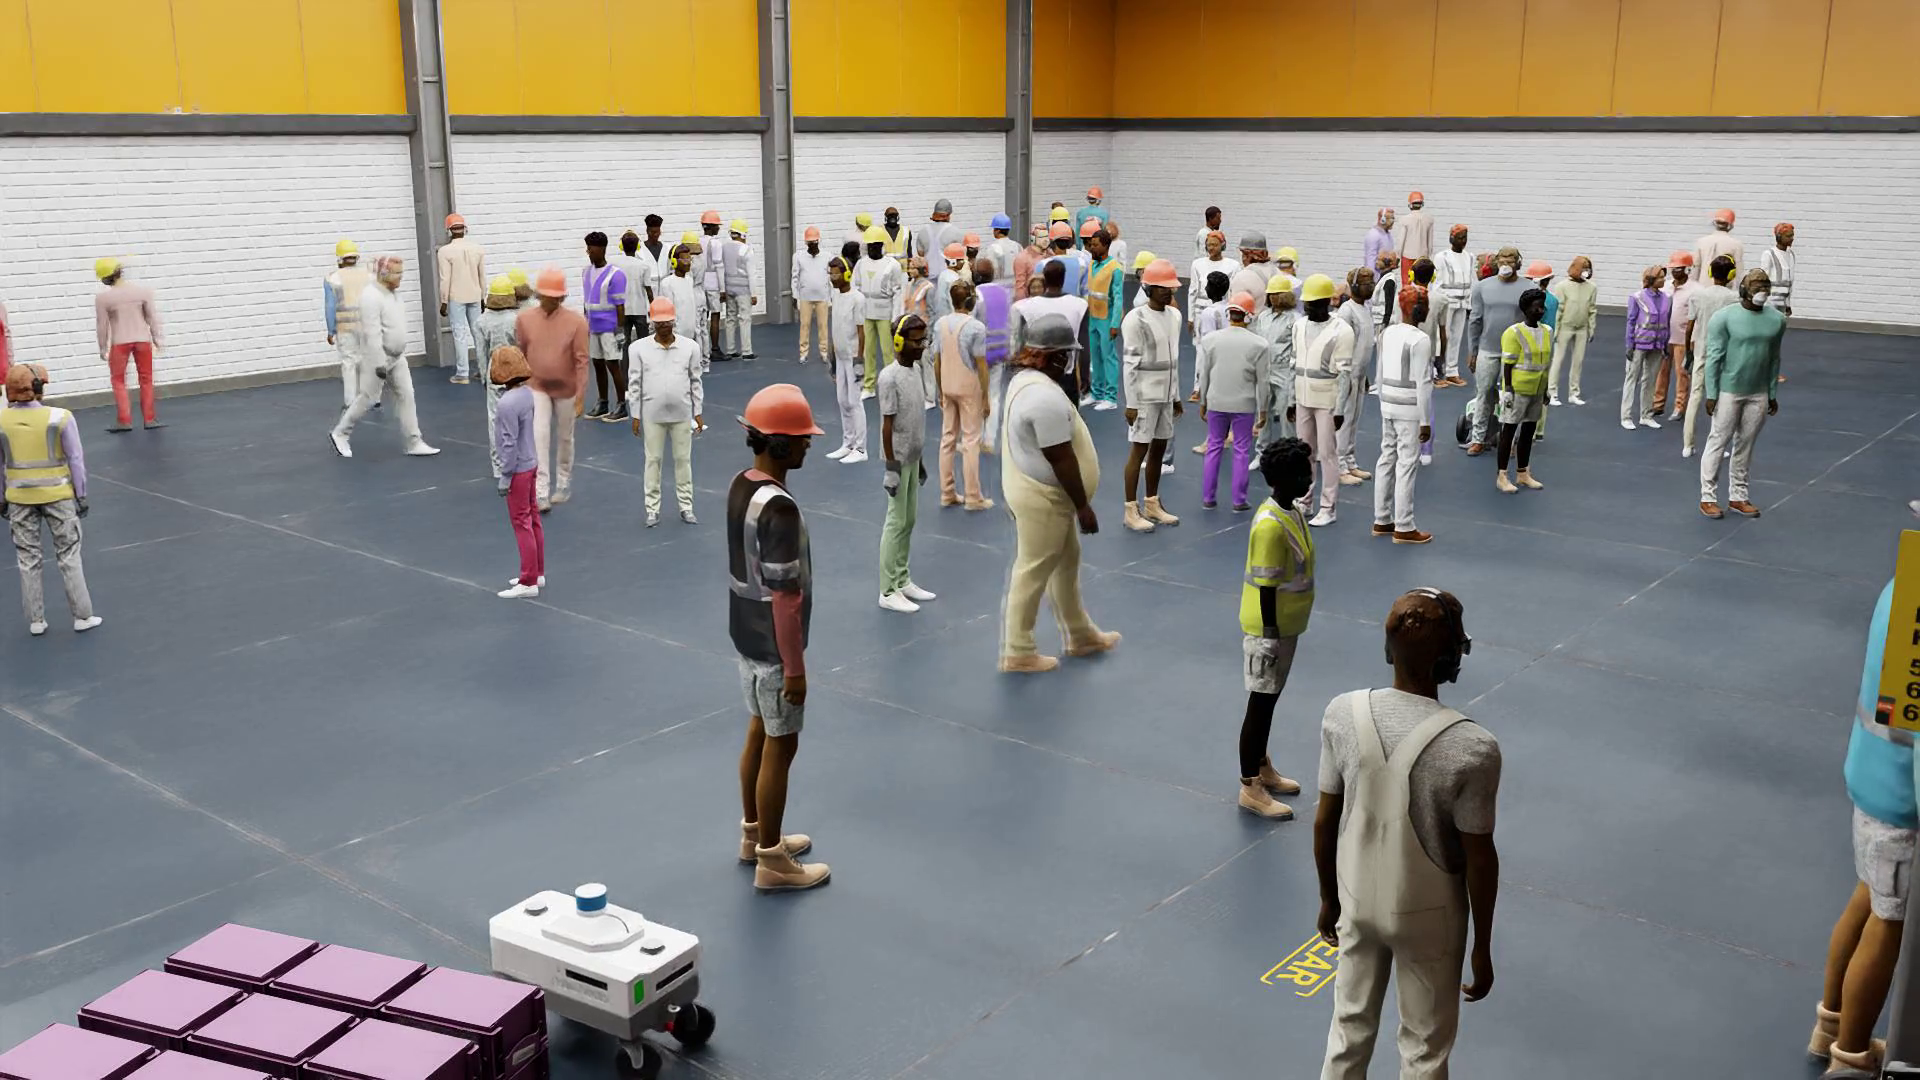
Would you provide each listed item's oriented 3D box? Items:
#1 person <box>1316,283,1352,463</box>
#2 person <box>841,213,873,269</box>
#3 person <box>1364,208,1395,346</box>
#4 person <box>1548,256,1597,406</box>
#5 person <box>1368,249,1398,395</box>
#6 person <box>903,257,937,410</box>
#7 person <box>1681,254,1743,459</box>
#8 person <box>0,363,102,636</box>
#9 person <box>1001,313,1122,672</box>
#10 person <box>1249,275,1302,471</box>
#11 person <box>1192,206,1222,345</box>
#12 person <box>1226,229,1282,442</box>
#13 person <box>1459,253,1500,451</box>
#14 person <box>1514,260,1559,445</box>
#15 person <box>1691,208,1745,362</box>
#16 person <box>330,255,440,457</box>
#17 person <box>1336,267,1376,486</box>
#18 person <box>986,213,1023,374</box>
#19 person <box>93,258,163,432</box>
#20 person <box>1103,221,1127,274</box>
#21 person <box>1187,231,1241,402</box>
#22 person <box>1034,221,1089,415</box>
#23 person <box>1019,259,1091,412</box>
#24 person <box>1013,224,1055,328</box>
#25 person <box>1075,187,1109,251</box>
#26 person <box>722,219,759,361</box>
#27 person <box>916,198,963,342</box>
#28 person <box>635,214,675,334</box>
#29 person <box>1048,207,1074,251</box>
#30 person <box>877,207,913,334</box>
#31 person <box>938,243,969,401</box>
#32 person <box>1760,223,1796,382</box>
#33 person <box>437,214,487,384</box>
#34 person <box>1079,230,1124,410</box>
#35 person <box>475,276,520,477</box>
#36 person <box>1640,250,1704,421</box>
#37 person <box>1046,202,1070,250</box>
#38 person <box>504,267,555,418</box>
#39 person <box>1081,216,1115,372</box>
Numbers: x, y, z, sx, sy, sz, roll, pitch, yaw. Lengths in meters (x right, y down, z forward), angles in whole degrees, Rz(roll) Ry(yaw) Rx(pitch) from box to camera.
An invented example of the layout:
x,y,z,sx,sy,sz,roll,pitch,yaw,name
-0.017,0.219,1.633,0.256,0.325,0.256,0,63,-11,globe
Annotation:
x,y,z,sx,sy,sz,roll,pitch,yaw,name
3.371,-1.466,14.848,0.310,1.640,0.514,-2,14,-7,person
-1.562,-4.004,24.812,0.566,1.725,0.393,8,16,28,person
5.793,-3.628,22.994,0.409,1.895,0.660,10,17,36,person
6.676,-2.272,18.103,0.504,1.628,0.278,-2,14,-9,person
4.796,-2.463,18.826,0.309,1.641,0.513,1,14,5,person
-0.423,-2.215,17.834,0.315,1.641,0.514,-9,17,-32,person
6.871,-1.666,15.177,0.528,1.871,0.323,11,18,38,person
-5.481,-0.232,9.923,0.514,1.636,0.315,-3,14,-13,person
0.608,-0.265,9.234,0.813,2.000,0.693,-1,14,-5,person
2.753,-1.436,14.516,0.486,1.744,0.294,13,19,42,person
3.421,-3.659,23.073,0.392,1.910,0.588,6,15,23,person
2.771,-1.962,16.015,0.676,2.000,0.536,-13,19,-41,person
4.951,-1.756,15.585,0.373,1.843,0.571,9,16,31,person
5.473,-1.785,15.887,0.330,1.750,0.572,11,18,37,person
9.615,-3.212,21.118,0.471,1.986,0.640,-10,17,-36,person
-5.344,-1.676,15.255,0.955,1.861,0.654,3,14,11,person
3.355,-1.393,14.139,0.345,1.846,0.506,8,16,30,person
0.522,-3.024,20.440,0.380,1.951,0.605,12,18,40,person
-8.277,-1.925,16.521,0.632,1.726,0.350,-11,18,-38,person
2.191,-3.847,24.387,0.523,1.628,0.351,7,16,25,person
2.771,-2.435,18.225,0.584,1.882,0.349,6,15,23,person
1.022,-2.239,17.115,0.609,2.044,0.395,-6,15,-23,person
0.815,-1.442,14.239,0.642,1.894,0.581,2,14,8,person
0.909,-2.636,18.981,0.641,1.908,0.407,-12,18,-40,person
2.215,-4.855,27.666,0.613,1.995,0.391,8,16,28,person
-2.852,-3.226,21.504,0.591,1.826,0.403,9,17,33,person
-0.217,-3.612,22.607,0.682,2.000,0.537,7,16,27,person
-3.717,-2.980,20.240,0.604,1.961,0.367,-8,16,-30,person
1.355,-3.526,22.491,0.366,1.926,0.594,3,14,13,person
-0.989,-3.928,24.277,0.625,1.844,0.429,-4,14,-14,person
-0.066,-2.369,18.221,0.340,1.749,0.572,-3,14,-13,person
9.646,-2.797,19.671,0.574,1.883,0.356,-10,17,-34,person
-5.883,-2.846,19.658,0.403,1.983,0.618,12,18,39,person
1.537,-2.357,17.840,0.394,1.920,0.587,-7,16,-27,person
-3.913,-1.403,14.386,0.485,1.744,0.295,2,14,8,person
7.381,-2.107,17.175,0.339,1.752,0.564,-8,16,-29,person
1.769,-5.296,30.151,0.514,1.641,0.309,9,17,33,person
-4.049,-1.749,15.838,0.504,1.721,0.731,10,17,34,person
1.637,-3.037,20.580,0.405,1.906,0.653,-6,15,-23,person
